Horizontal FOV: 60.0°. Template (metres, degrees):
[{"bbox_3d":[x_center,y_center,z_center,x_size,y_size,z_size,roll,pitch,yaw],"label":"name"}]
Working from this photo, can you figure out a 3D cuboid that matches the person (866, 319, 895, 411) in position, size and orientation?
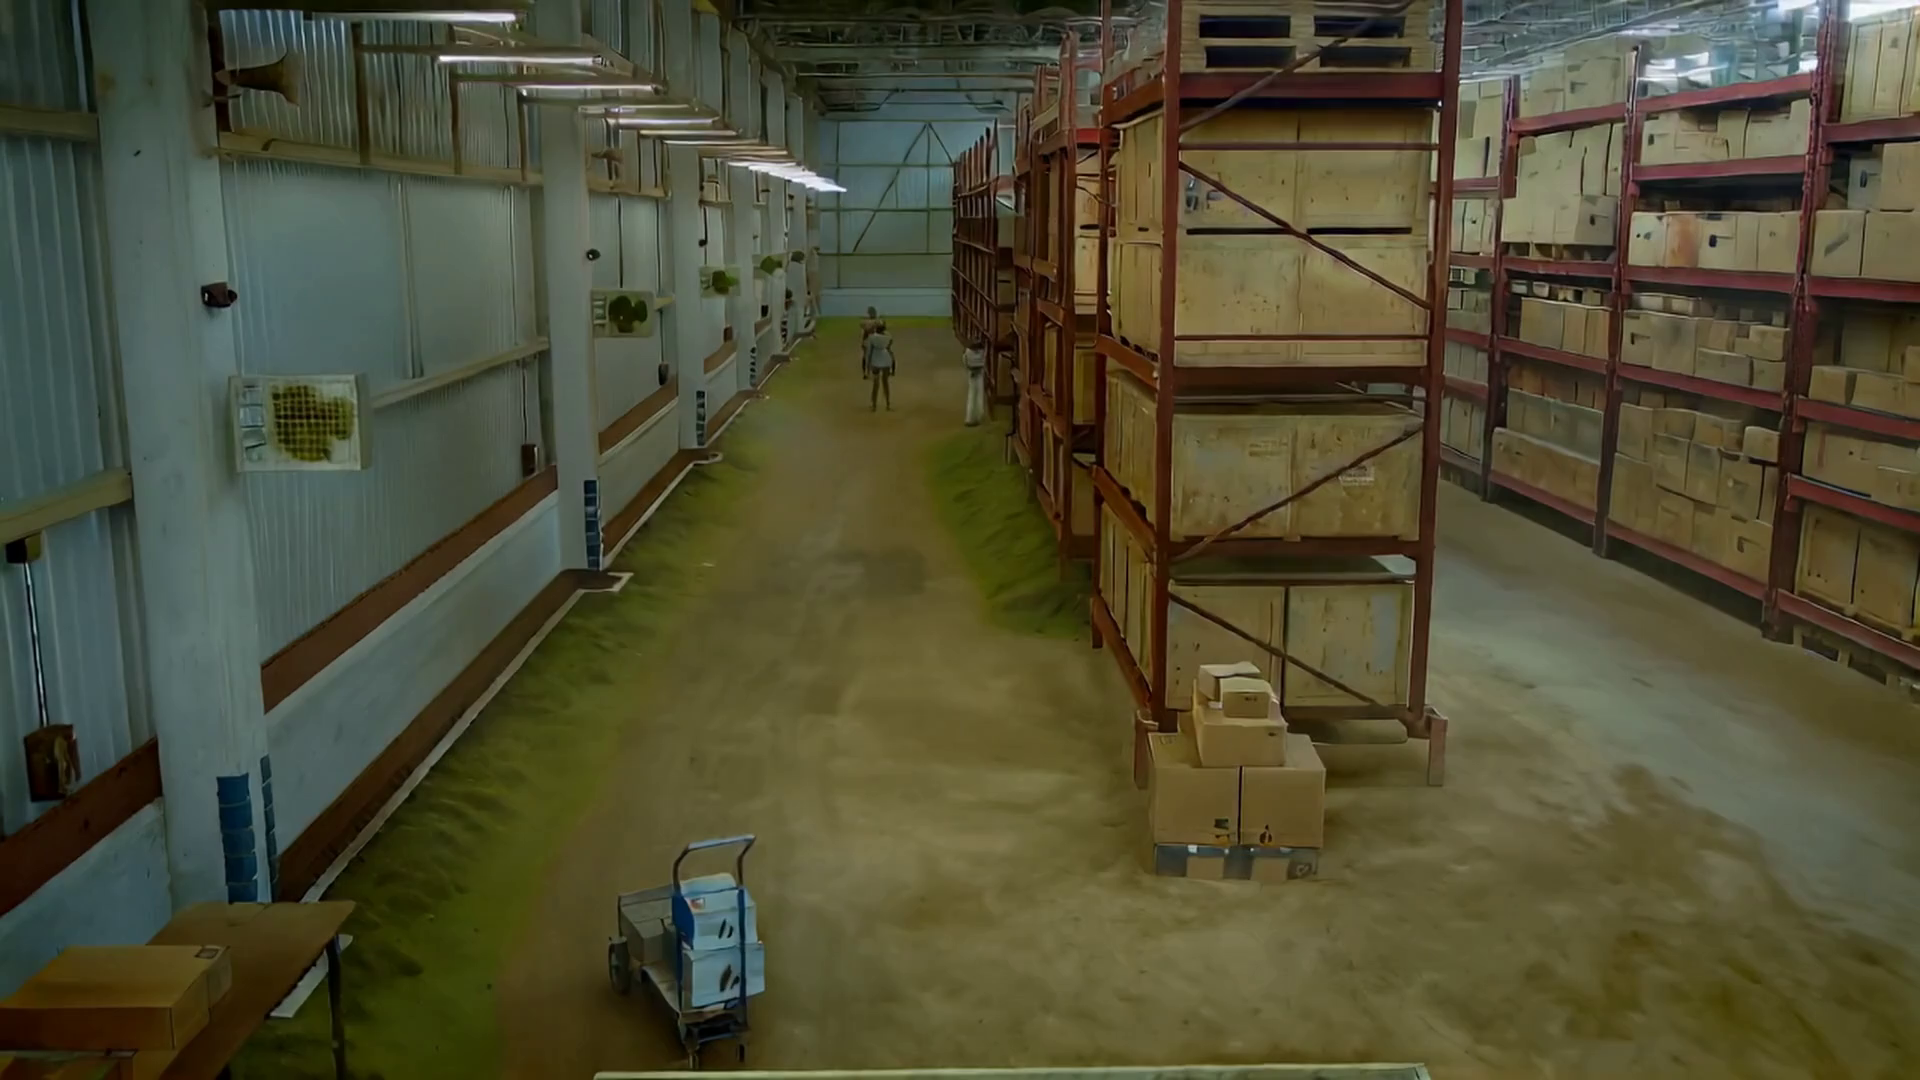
[{"bbox_3d":[-1.694,-3.751,35.706,0.617,1.986,0.408,-3,11,-15],"label":"person"}]

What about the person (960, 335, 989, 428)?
[{"bbox_3d":[0.303,-3.168,33.131,0.795,1.813,0.532,-10,14,-41],"label":"person"}]

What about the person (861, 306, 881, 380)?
[{"bbox_3d":[-2.269,-5.070,42.770,0.589,1.910,0.394,-6,12,-29],"label":"person"}]

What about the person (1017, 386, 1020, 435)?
[{"bbox_3d":[1.237,-2.444,29.147,0.727,1.893,0.642,-7,13,-34],"label":"person"}]
